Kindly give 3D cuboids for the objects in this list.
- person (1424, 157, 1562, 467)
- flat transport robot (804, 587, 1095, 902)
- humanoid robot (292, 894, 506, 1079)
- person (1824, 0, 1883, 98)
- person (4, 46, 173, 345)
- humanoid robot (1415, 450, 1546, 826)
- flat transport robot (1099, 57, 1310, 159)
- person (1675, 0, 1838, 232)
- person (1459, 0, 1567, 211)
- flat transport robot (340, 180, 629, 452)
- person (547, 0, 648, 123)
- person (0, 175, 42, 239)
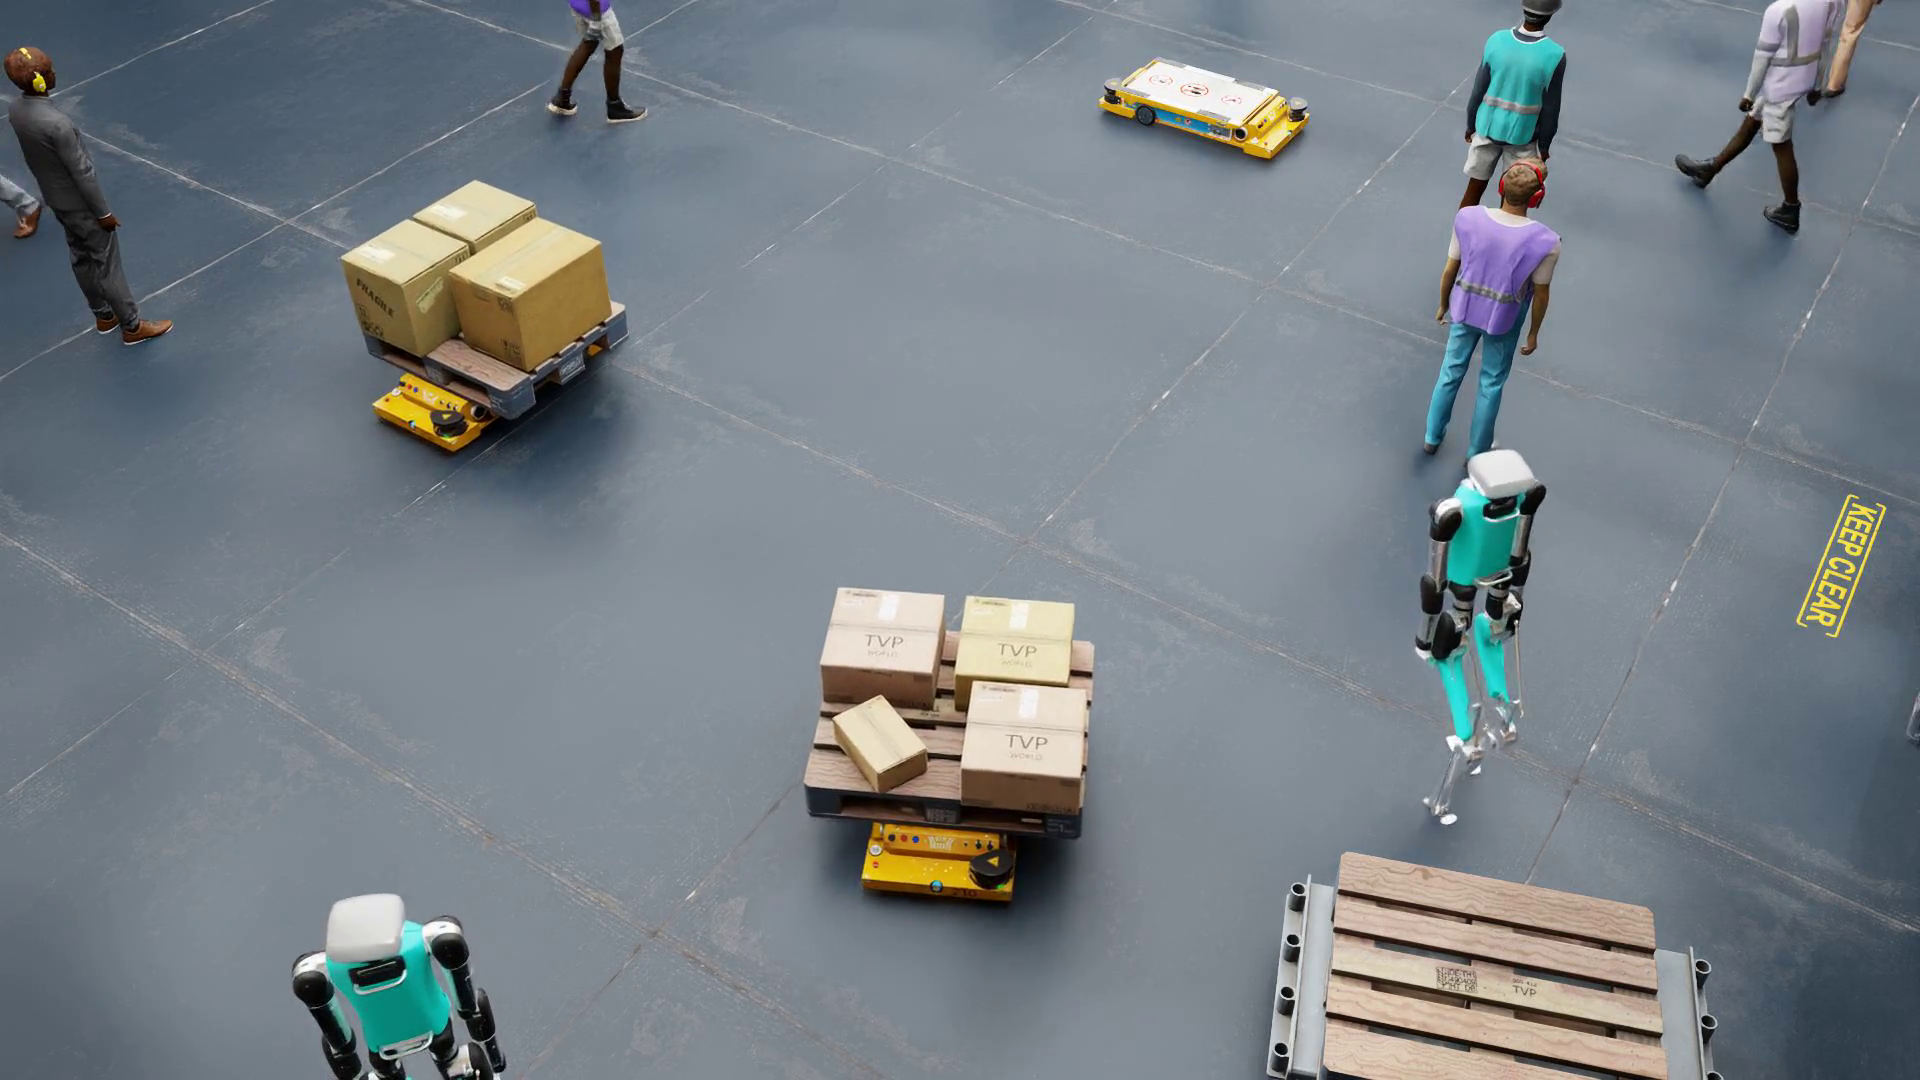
[{"bbox_3d":[2.830,-1.188,8.925,0.569,1.843,0.377,24,47,24],"label":"person"},{"bbox_3d":[-0.024,1.004,7.655,0.659,0.231,1.431,4,42,5],"label":"flat transport robot"},{"bbox_3d":[-1.744,1.984,5.532,0.540,1.877,0.727,-13,43,-14],"label":"humanoid robot"},{"bbox_3d":[6.616,-4.113,12.325,0.477,1.674,0.378,24,47,24],"label":"person"},{"bbox_3d":[-5.207,-2.012,9.826,0.503,1.874,0.343,24,47,24],"label":"person"},{"bbox_3d":[2.296,0.505,7.131,0.530,1.799,0.798,-16,44,-17],"label":"humanoid robot"},{"bbox_3d":[1.817,-3.238,12.403,1.431,0.231,0.659,24,47,24],"label":"flat transport robot"},{"bbox_3d":[5.404,-3.017,10.970,0.542,1.858,1.015,-25,48,-26],"label":"person"},{"bbox_3d":[3.423,-2.553,10.383,0.566,1.938,0.414,24,47,24],"label":"person"},{"bbox_3d":[-2.755,-1.069,9.976,0.659,0.231,1.431,24,47,24],"label":"flat transport robot"},{"bbox_3d":[-2.703,-3.855,11.854,0.687,1.930,0.628,-18,45,-19],"label":"person"},{"bbox_3d":[-6.557,-2.619,10.526,0.648,1.857,0.995,25,47,25],"label":"person"}]
